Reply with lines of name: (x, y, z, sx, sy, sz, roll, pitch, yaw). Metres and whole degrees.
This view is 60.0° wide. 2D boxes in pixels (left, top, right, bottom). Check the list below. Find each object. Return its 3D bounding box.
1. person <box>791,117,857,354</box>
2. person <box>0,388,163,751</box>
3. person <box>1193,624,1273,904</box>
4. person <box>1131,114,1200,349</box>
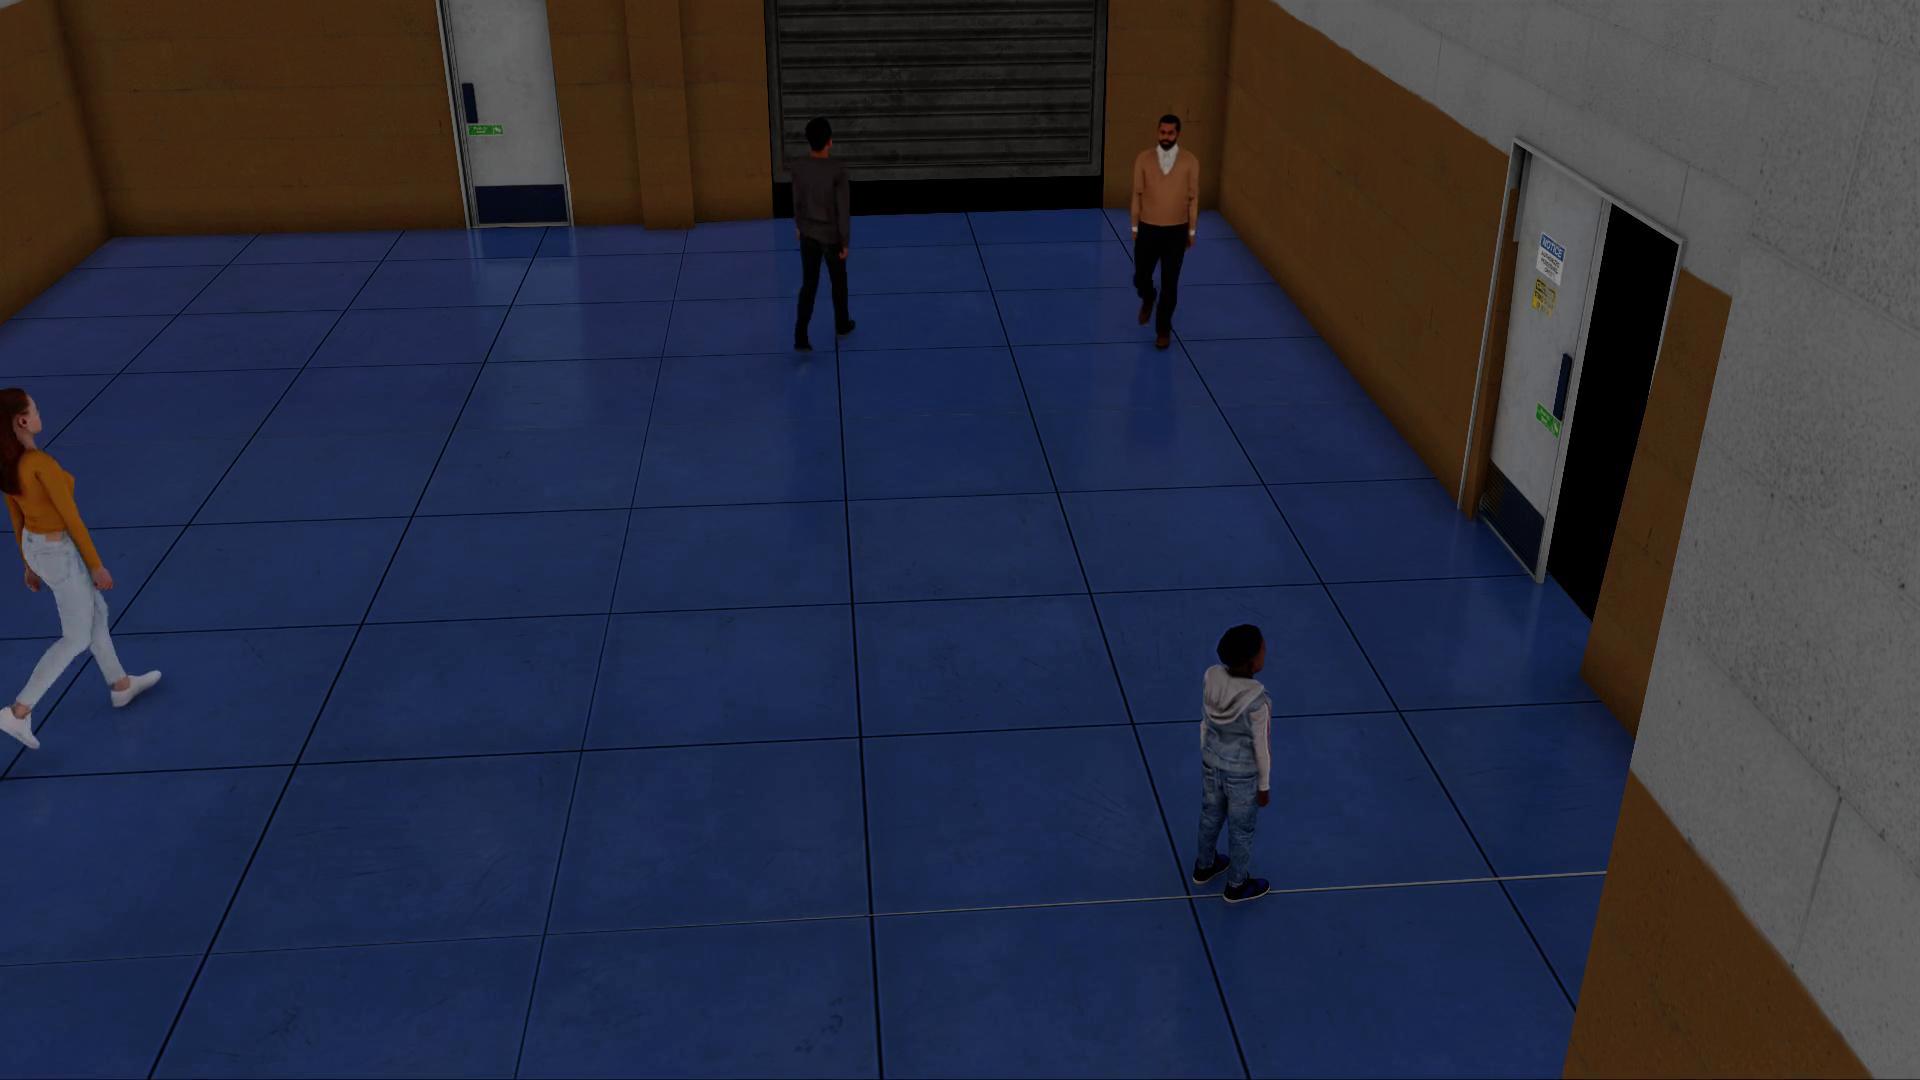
person: (-1.082, -2.218, 12.387, 1.152, 1.728, 0.995, 19, 33, 33)
person: (-4.246, 0.159, 7.705, 1.103, 1.723, 1.064, 15, 30, 27)
person: (1.109, 0.898, 6.761, 0.615, 1.260, 0.570, -21, 33, -35)
person: (1.558, -2.378, 12.684, 0.878, 1.739, 0.852, 5, 27, 9)
